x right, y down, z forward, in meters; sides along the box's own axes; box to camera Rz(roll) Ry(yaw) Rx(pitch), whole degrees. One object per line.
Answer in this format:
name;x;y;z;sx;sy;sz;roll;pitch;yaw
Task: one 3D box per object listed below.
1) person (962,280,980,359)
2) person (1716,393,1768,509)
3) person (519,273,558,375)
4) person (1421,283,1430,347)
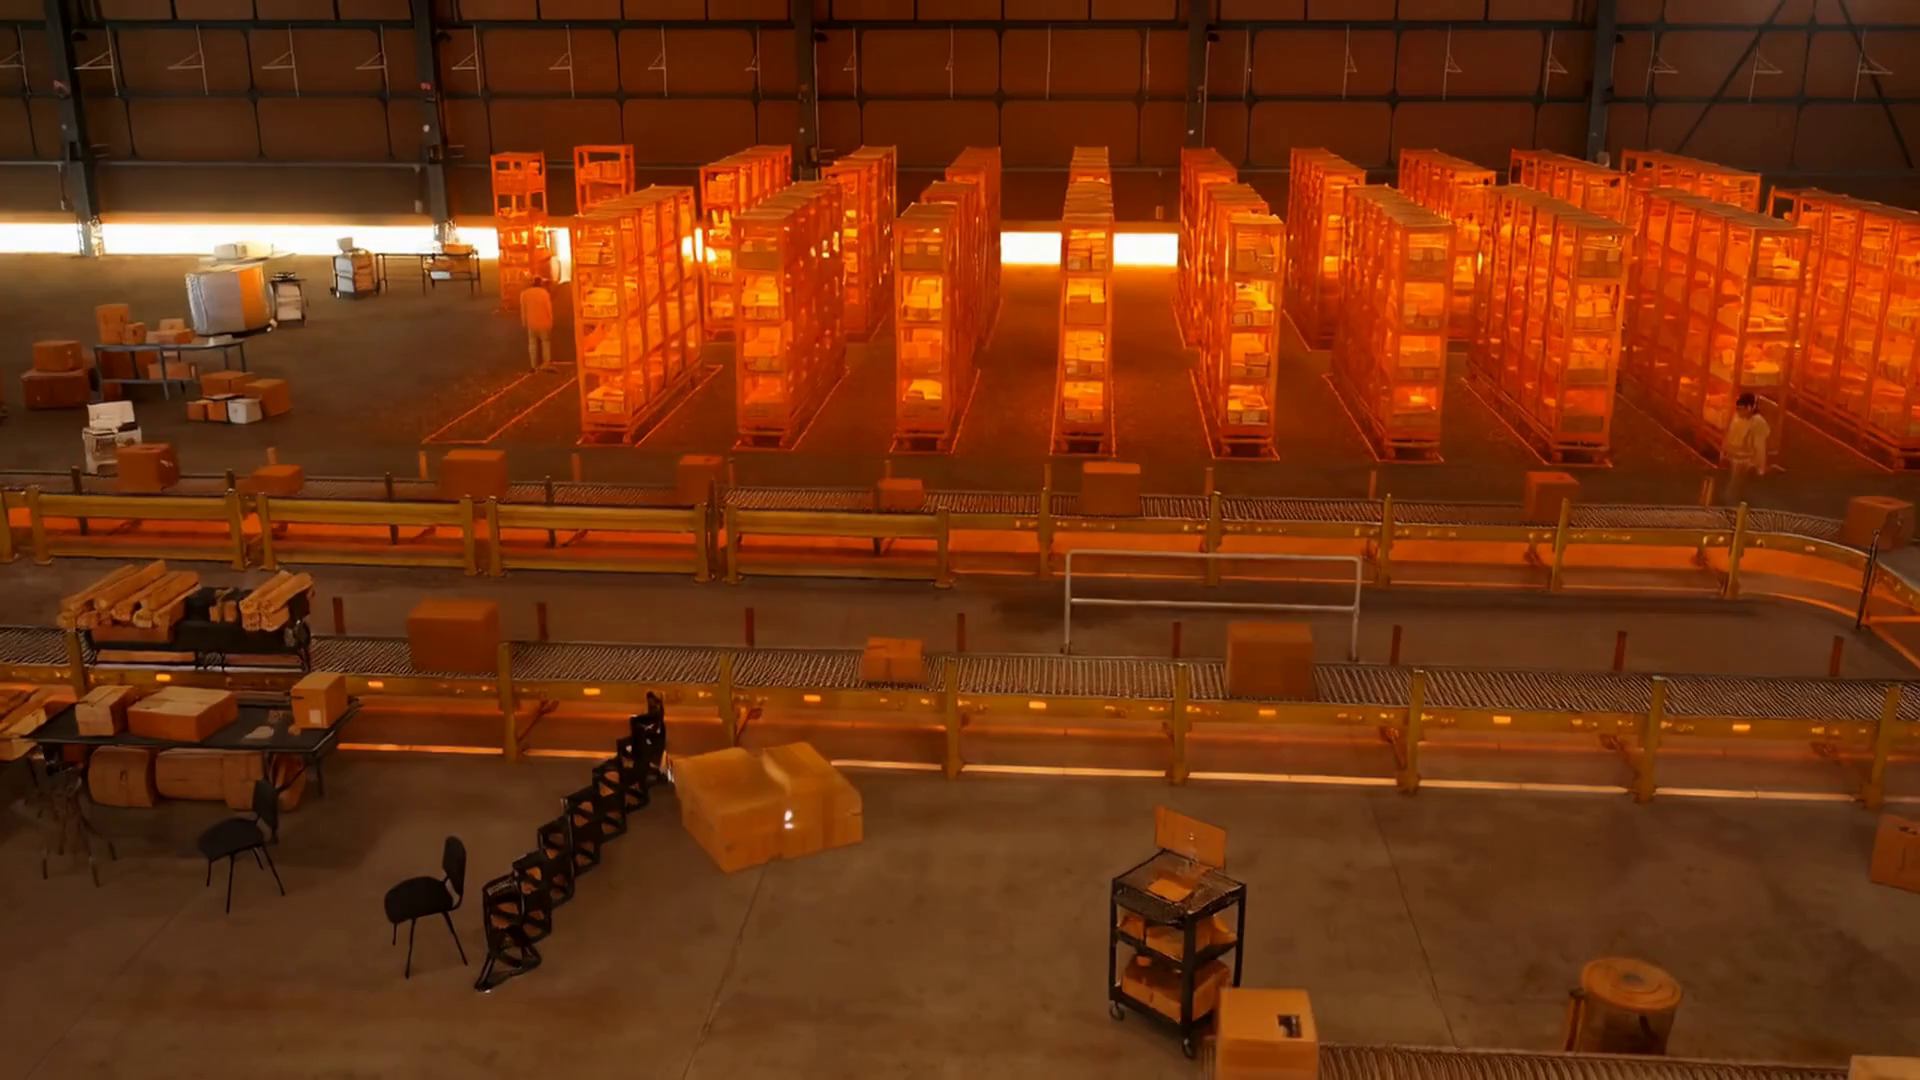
person;0.075;-4.527;32.778;0.621;1.935;1.045;-12;21;-34
person;10.283;-1.072;22.038;0.929;1.779;0.624;-3;18;-10
person;-7.926;-4.063;31.333;0.639;1.909;0.406;3;18;9
person;8.705;-4.042;31.386;0.452;1.829;0.597;4;18;12
